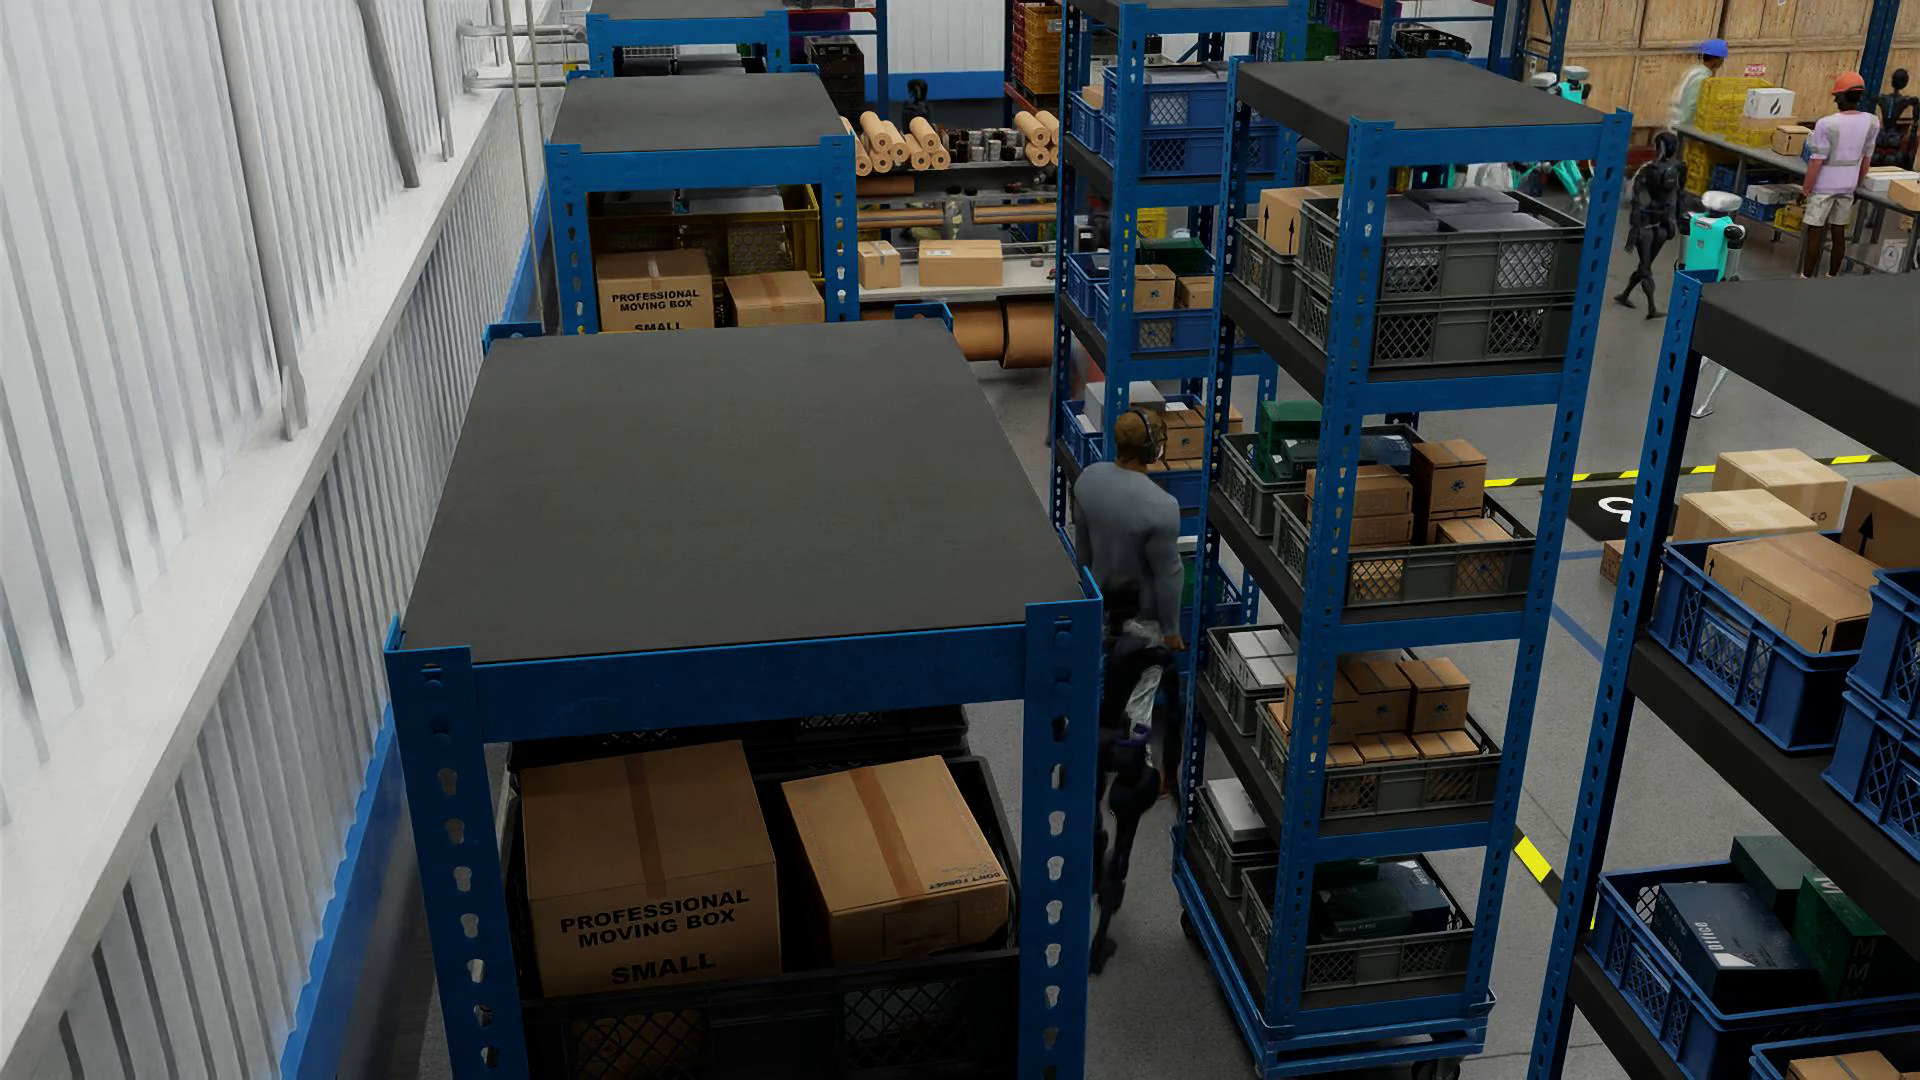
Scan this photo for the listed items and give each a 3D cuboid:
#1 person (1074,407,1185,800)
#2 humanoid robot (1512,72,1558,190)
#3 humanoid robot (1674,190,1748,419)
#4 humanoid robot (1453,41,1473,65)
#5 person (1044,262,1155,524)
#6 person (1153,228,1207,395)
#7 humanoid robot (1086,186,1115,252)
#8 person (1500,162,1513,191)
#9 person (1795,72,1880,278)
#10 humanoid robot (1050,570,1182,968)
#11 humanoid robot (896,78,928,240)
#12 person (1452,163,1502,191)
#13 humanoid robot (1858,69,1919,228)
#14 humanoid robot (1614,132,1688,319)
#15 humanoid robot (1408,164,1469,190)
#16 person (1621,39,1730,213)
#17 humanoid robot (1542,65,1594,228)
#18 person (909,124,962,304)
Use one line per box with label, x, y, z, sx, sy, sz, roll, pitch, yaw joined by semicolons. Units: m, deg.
person;0.778;0.308;7.633;0.373;1.940;0.630;-19;31;-35
humanoid robot;5.643;-3.913;17.076;0.877;1.779;0.569;17;30;33
humanoid robot;5.563;-1.735;12.156;0.735;1.673;0.533;-12;27;-24
humanoid robot;5.773;-4.953;19.364;0.315;1.655;0.599;7;26;15
person;0.830;-0.662;9.755;0.676;1.940;0.415;-7;26;-16
person;1.398;-1.119;10.837;0.596;1.849;0.395;-4;25;-8
humanoid robot;1.118;-2.018;13.021;0.453;1.654;0.612;9;26;20
person;4.676;-2.921;14.793;0.406;1.823;0.612;1;25;3
person;7.976;-3.239;15.231;0.605;2.034;0.388;-3;25;-7
humanoid robot;0.620;0.882;6.748;0.613;1.624;0.770;10;27;21
humanoid robot;-0.540;-3.959;17.218;0.451;1.639;0.594;7;26;16
person;4.545;-2.890;14.709;0.988;1.840;0.574;-15;28;-29
humanoid robot;9.885;-4.203;17.784;0.592;1.626;0.748;15;29;30
humanoid robot;6.175;-2.785;14.714;0.601;1.633;0.768;-8;26;-17
humanoid robot;3.872;-2.561;14.094;0.554;1.703;1.001;19;31;35
person;7.879;-4.548;18.255;0.932;1.893;0.617;6;25;13
humanoid robot;6.300;-3.930;17.027;0.531;1.754;0.639;-13;28;-26
person;-0.199;-2.570;14.004;0.429;1.844;0.626;-11;27;-23
